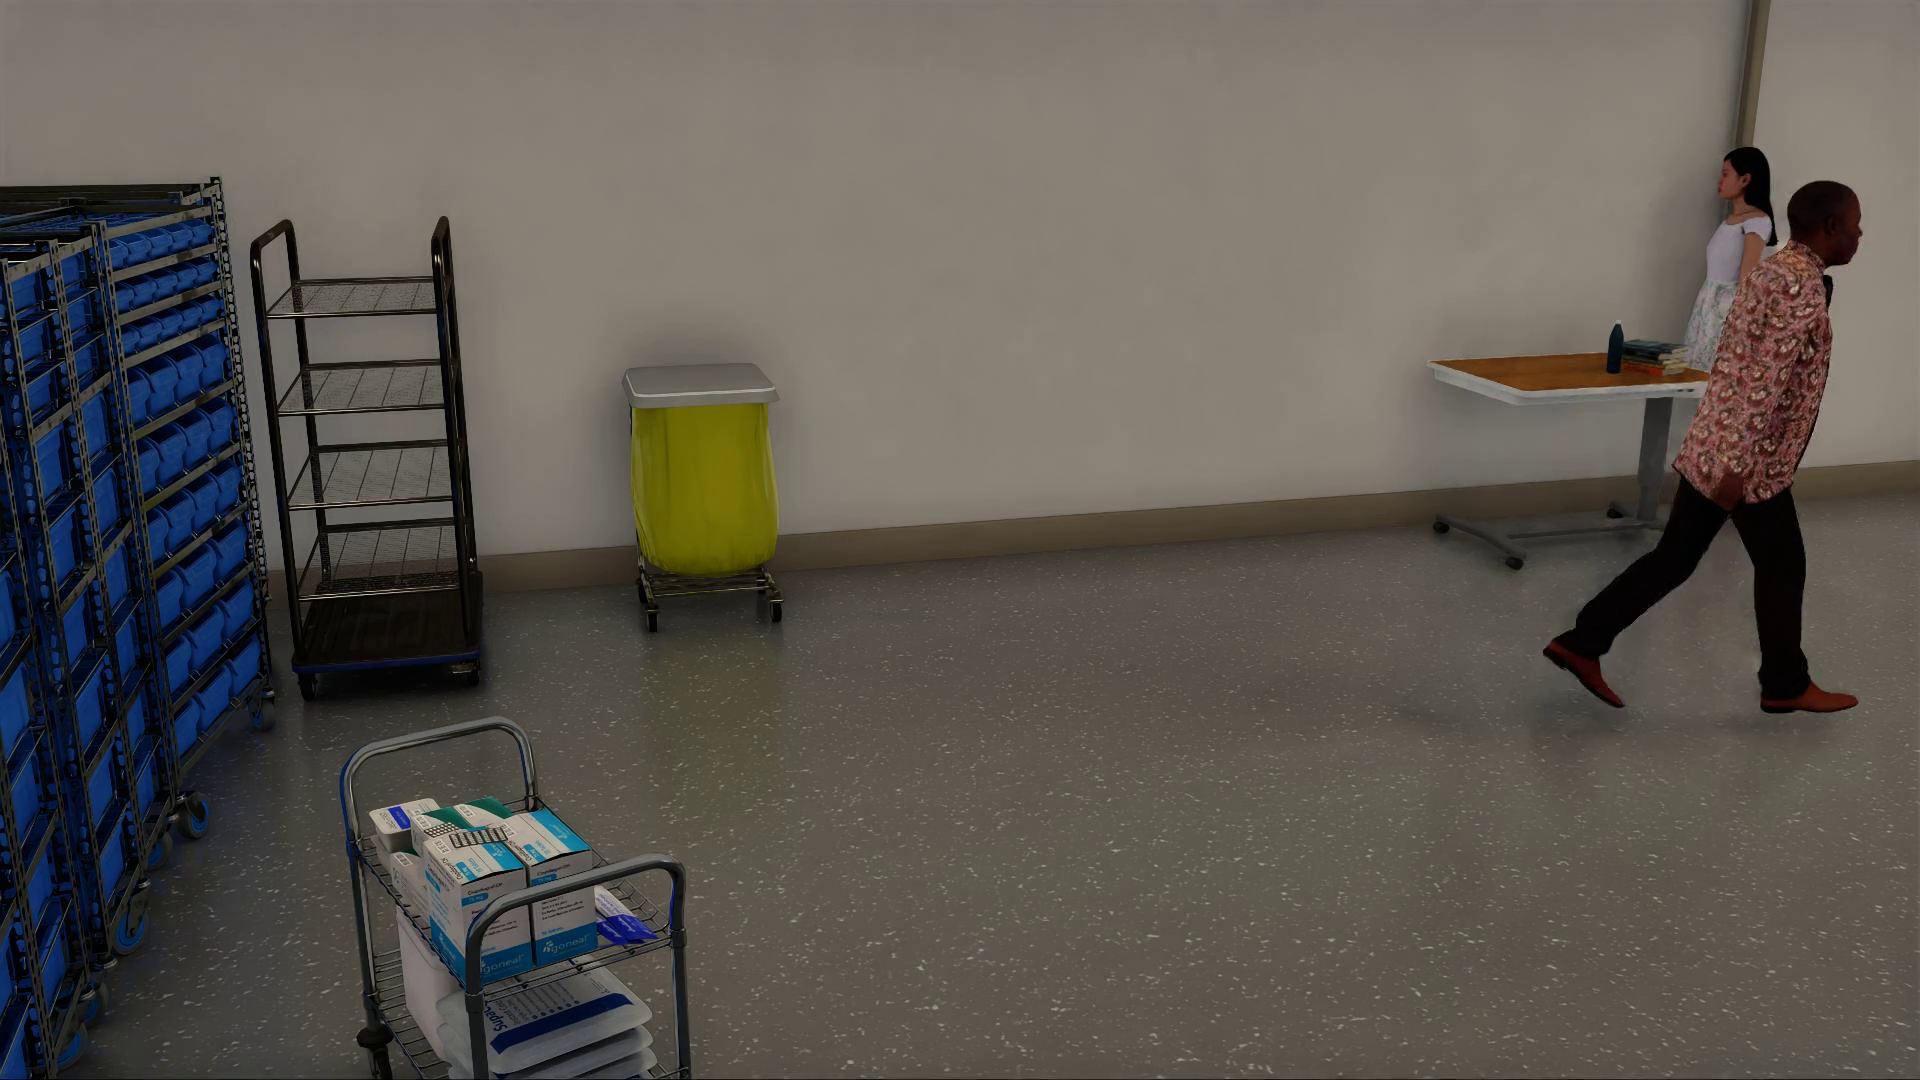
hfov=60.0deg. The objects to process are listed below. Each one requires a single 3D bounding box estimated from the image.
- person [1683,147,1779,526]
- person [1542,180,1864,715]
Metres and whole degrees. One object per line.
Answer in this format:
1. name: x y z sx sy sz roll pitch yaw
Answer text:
1. person: 3.647 -0.952 7.880 0.759 1.773 0.747 2 16 6
2. person: 2.425 -0.237 5.395 1.332 1.747 0.976 2 16 6
